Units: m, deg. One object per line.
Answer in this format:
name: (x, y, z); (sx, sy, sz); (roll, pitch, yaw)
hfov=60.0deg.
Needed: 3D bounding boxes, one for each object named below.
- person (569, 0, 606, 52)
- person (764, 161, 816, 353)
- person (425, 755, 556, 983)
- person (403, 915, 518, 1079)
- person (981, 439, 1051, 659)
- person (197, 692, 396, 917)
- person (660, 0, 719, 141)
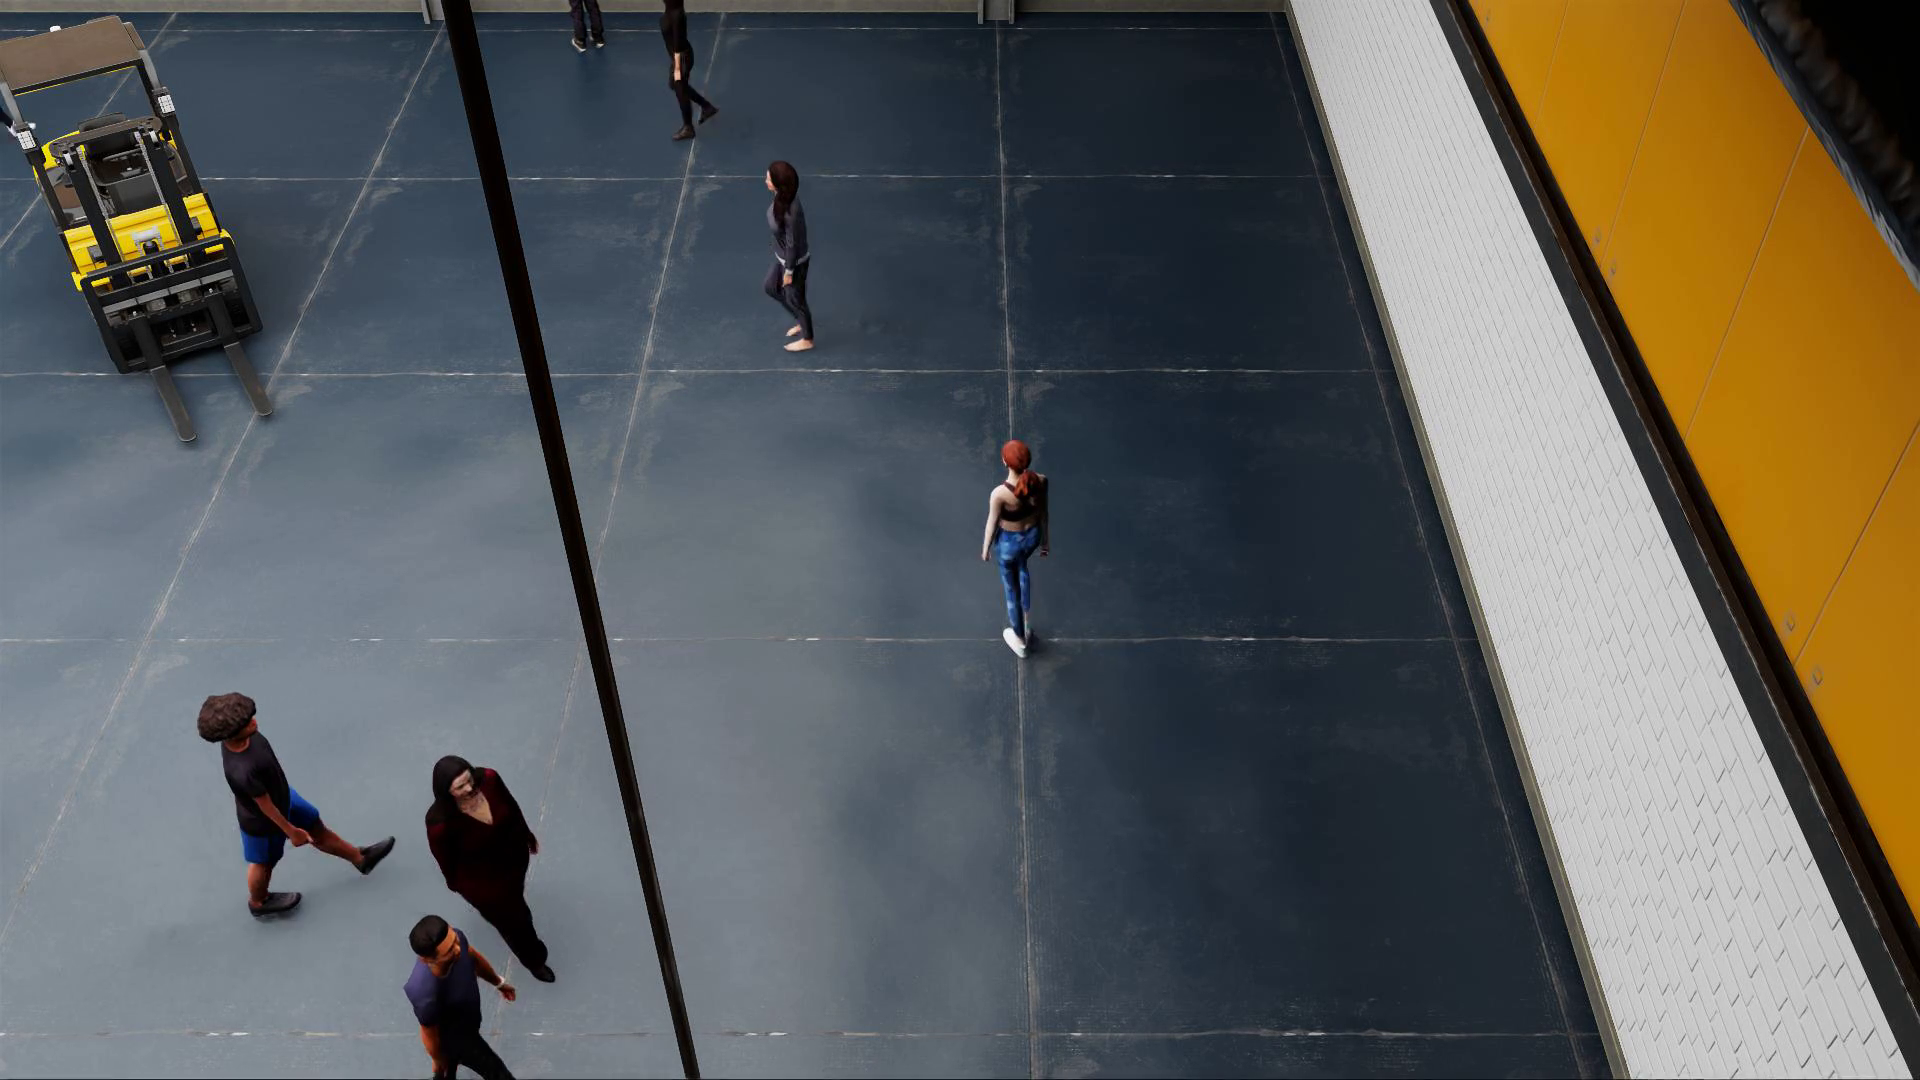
person: (-3.928, -5.787, 17.173); (0.595, 1.453, 0.710); (-20, 47, -20)
person: (-1.266, -2.273, 13.264); (0.708, 1.758, 0.720); (-12, 45, -13)
person: (-2.629, 1.718, 9.095); (1.083, 1.730, 0.930); (19, 47, 19)
person: (-2.599, 2.415, 8.348); (1.047, 1.750, 0.644); (1, 44, 1)
person: (0.416, 0.115, 10.748); (0.702, 1.771, 0.767); (-18, 47, -18)
person: (-3.956, 1.533, 9.276); (1.199, 1.748, 0.901); (-14, 45, -15)
person: (-2.568, -4.565, 15.761); (0.782, 1.631, 0.665); (-10, 44, -10)
